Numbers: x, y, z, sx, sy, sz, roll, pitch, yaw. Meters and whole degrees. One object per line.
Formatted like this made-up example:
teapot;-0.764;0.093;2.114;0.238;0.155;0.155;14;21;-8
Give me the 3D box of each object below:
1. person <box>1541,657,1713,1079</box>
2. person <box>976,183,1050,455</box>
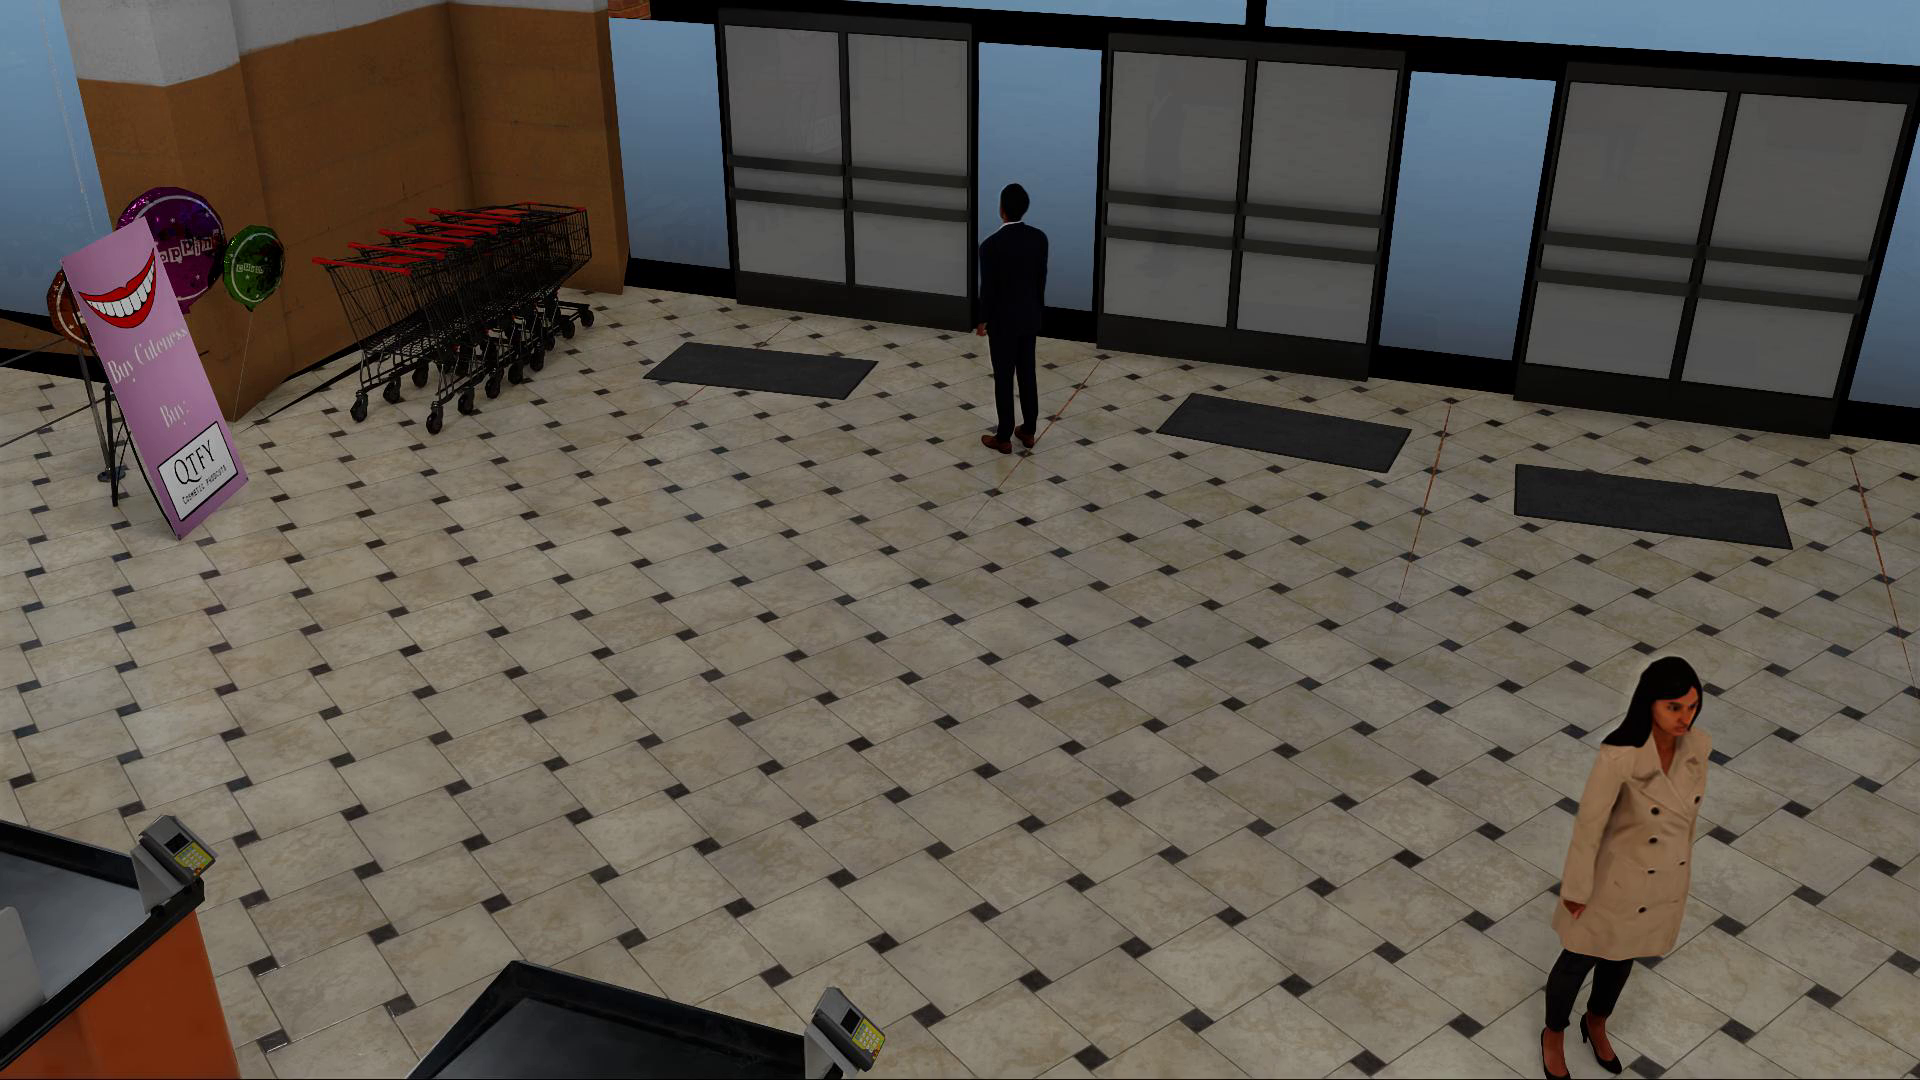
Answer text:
person;2.225;1.123;5.564;0.724;1.680;0.746;-8;28;-15
person;0.336;-1.381;10.450;0.685;1.727;0.766;-15;30;-27
